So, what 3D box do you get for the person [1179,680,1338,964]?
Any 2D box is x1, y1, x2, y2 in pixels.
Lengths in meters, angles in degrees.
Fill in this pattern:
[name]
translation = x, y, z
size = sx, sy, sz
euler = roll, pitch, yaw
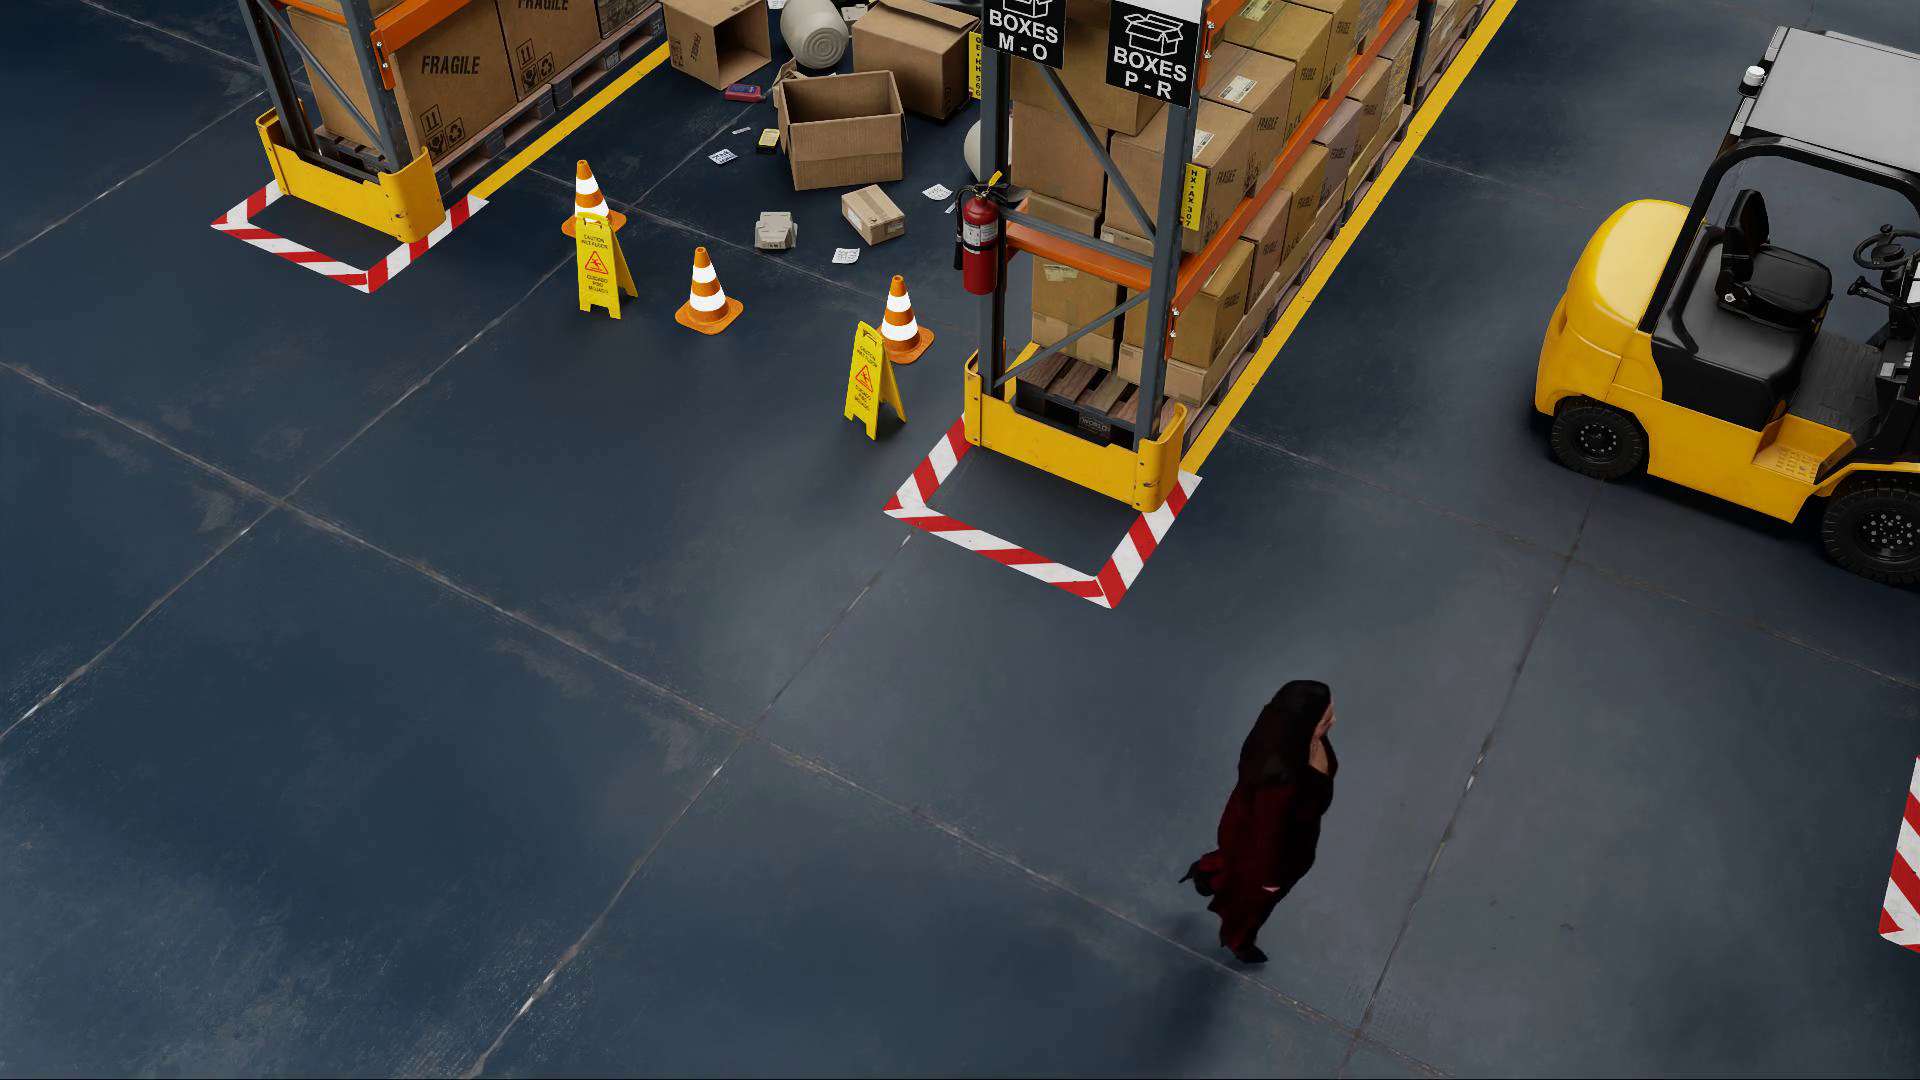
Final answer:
[person]
translation = 1.092, 1.089, 6.371
size = 0.787, 1.751, 0.727
euler = 15, 49, 13
